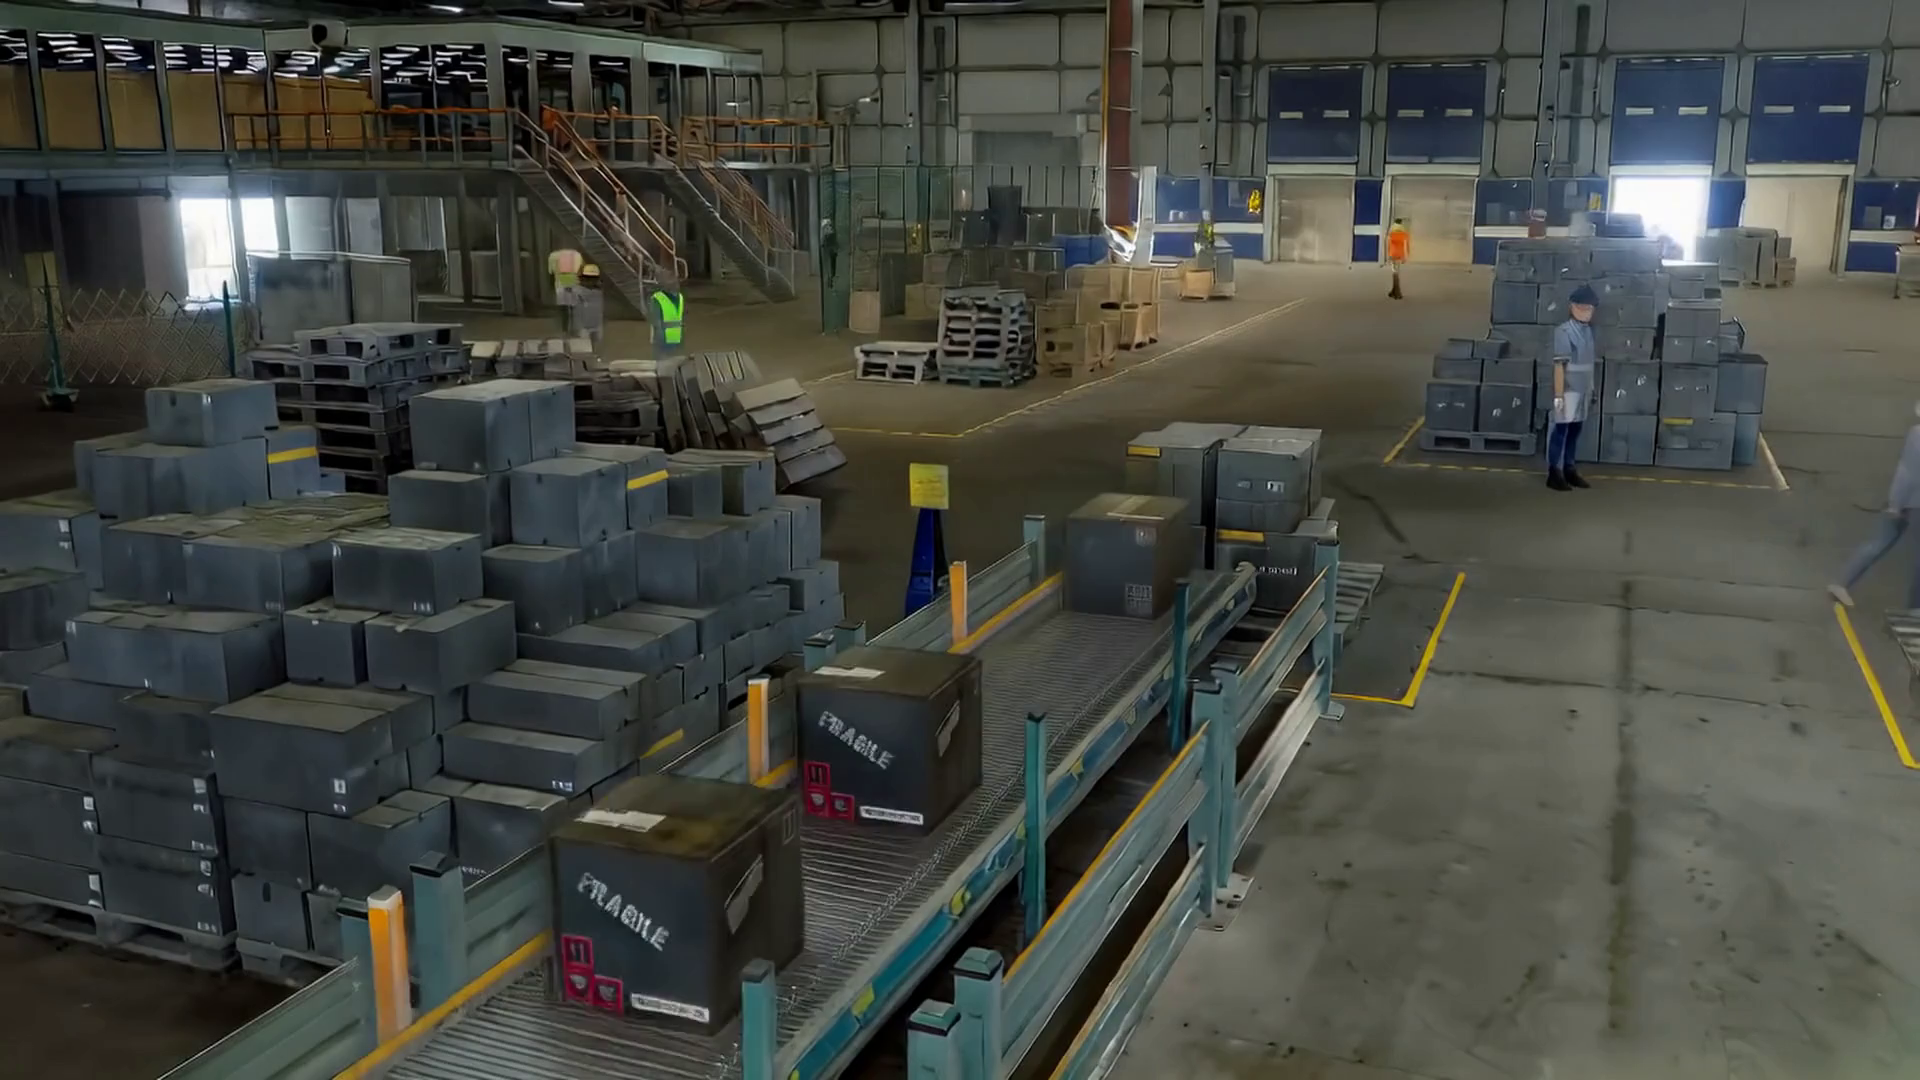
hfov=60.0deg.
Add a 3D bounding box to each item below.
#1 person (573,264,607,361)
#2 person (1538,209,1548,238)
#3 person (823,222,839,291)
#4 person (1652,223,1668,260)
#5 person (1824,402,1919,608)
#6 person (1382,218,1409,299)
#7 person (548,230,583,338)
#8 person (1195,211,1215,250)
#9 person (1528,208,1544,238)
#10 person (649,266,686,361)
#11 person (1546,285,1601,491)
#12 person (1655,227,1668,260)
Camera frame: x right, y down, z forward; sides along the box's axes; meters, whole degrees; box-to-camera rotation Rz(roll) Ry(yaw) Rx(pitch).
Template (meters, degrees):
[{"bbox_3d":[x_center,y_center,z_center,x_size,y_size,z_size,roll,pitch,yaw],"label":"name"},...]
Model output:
[{"bbox_3d":[-5.066,-2.886,22.666,0.530,1.753,0.537,11,16,40],"label":"person"},{"bbox_3d":[16.343,-8.401,47.099,0.504,1.902,0.586,11,16,39],"label":"person"},{"bbox_3d":[-3.264,-7.049,41.422,0.486,1.729,0.453,-1,13,-5],"label":"person"},{"bbox_3d":[15.638,-6.192,37.324,0.430,1.831,0.644,6,14,24],"label":"person"},{"bbox_3d":[6.378,-0.251,11.253,0.856,1.581,0.516,7,14,29],"label":"person"},{"bbox_3d":[10.295,-6.626,39.144,0.549,1.903,0.943,-3,13,-13],"label":"person"},{"bbox_3d":[-7.038,-4.564,29.756,0.620,1.949,0.568,-4,13,-18],"label":"person"},{"bbox_3d":[7.372,-9.030,50.170,0.621,1.803,0.959,-9,16,-36],"label":"person"},{"bbox_3d":[15.644,-8.065,45.463,0.884,1.952,0.632,-5,13,-20],"label":"person"},{"bbox_3d":[-3.376,-2.292,19.734,0.964,1.872,0.603,6,14,27],"label":"person"},{"bbox_3d":[5.829,-1.437,15.756,0.547,1.942,0.351,-8,15,-34],"label":"person"},{"bbox_3d":[13.353,-5.067,32.090,0.484,1.917,0.658,7,15,30],"label":"person"}]
